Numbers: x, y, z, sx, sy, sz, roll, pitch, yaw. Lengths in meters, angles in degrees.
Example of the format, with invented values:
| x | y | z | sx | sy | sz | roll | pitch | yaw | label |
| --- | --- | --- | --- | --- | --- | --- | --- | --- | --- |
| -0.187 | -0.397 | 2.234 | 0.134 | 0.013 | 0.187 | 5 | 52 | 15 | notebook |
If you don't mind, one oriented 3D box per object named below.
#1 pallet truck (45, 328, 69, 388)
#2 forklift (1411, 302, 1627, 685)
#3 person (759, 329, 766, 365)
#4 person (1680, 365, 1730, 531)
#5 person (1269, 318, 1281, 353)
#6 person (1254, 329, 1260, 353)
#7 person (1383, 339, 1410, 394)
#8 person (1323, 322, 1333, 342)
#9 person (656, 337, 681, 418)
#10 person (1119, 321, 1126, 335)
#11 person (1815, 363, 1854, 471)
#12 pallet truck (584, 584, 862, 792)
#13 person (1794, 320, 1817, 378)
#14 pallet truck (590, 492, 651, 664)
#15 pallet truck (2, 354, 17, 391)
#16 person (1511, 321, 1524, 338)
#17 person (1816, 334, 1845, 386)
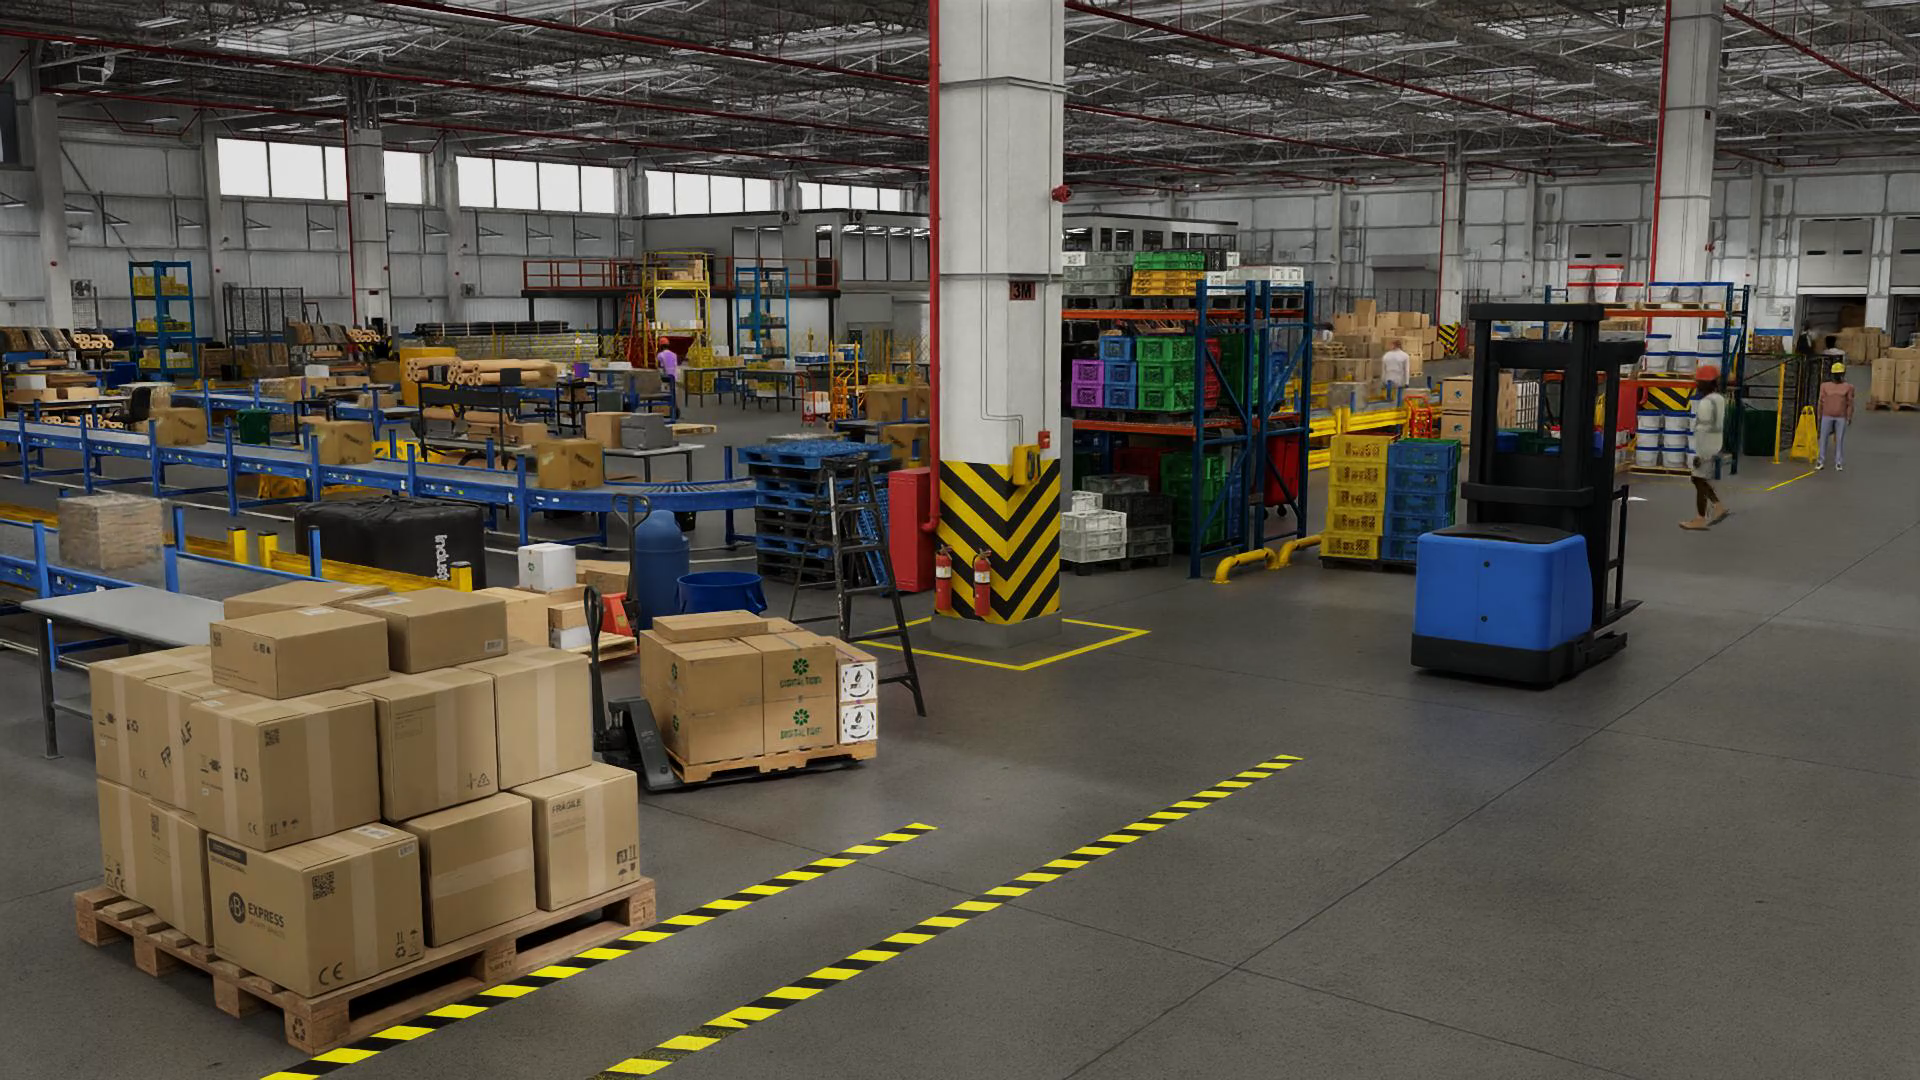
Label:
| x | y | z | sx | sy | sz | roll | pitch | yaw | label |
| --- | --- | --- | --- | --- | --- | --- | --- | --- | --- |
| -23.775 | -4.544 | 43.495 | 1.885 | 1.965 | 0.823 | 6 | 10 | 35 | pallet truck |
| 4.379 | -0.438 | 12.852 | 1.129 | 2.768 | 1.873 | 7 | 11 | 37 | forklift |
| -6.494 | -6.077 | 54.698 | 0.554 | 1.729 | 0.497 | 6 | 11 | 37 | person |
| 9.076 | -1.115 | 20.252 | 0.446 | 2.033 | 0.629 | 7 | 11 | 41 | person |
| 12.408 | -7.768 | 65.493 | 0.385 | 1.918 | 0.596 | -4 | 9 | -27 | person |
| 12.601 | -8.373 | 69.970 | 0.528 | 1.798 | 0.948 | 2 | 9 | 14 | person |
| 9.741 | -3.515 | 36.927 | 0.671 | 1.880 | 0.792 | 7 | 11 | 40 | person |
| 13.499 | -7.043 | 60.896 | 0.989 | 1.832 | 0.578 | -3 | 9 | -20 | person |
| -6.737 | -3.748 | 38.465 | 0.844 | 1.905 | 0.546 | 8 | 12 | 43 | person |
| 5.792 | -7.004 | 60.477 | 0.609 | 1.899 | 0.608 | 4 | 9 | 26 | person |
| 14.311 | -2.015 | 27.218 | 0.523 | 1.769 | 0.315 | 5 | 10 | 31 | person |
| -1.426 | 0.805 | 10.019 | 1.601 | 1.201 | 0.680 | -4 | 9 | -26 | pallet truck |
| 28.753 | -6.516 | 56.643 | 1.040 | 2.000 | 0.695 | -1 | 9 | -10 | person |
| -3.115 | 0.344 | 12.883 | 0.653 | 1.274 | 1.630 | 7 | 11 | 37 | pallet truck |
| -24.881 | -4.417 | 42.634 | 1.885 | 1.965 | 0.823 | 8 | 11 | 41 | pallet truck |
| 26.461 | -9.758 | 78.959 | 0.636 | 1.913 | 0.510 | 0 | 8 | 1 | person |
| 20.038 | -3.758 | 38.341 | 0.643 | 1.951 | 0.423 | -2 | 9 | -14 | person |
